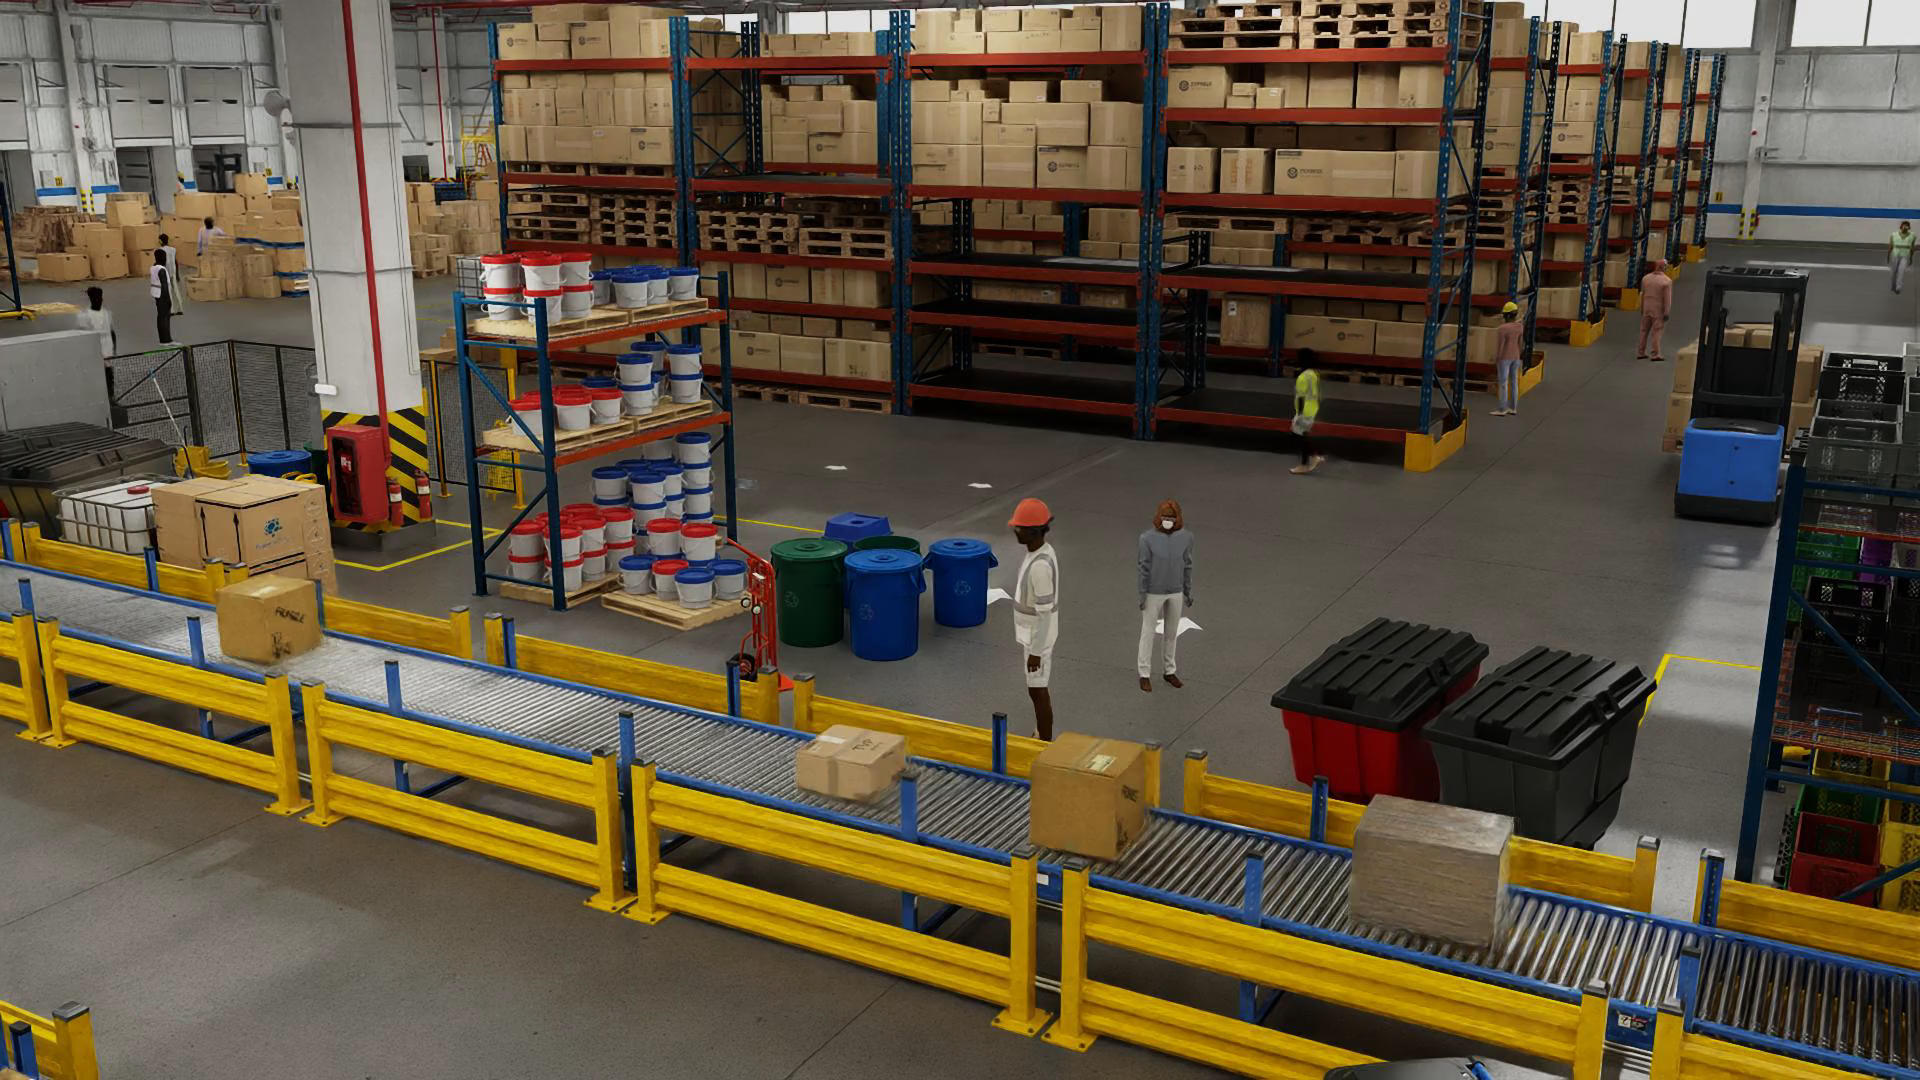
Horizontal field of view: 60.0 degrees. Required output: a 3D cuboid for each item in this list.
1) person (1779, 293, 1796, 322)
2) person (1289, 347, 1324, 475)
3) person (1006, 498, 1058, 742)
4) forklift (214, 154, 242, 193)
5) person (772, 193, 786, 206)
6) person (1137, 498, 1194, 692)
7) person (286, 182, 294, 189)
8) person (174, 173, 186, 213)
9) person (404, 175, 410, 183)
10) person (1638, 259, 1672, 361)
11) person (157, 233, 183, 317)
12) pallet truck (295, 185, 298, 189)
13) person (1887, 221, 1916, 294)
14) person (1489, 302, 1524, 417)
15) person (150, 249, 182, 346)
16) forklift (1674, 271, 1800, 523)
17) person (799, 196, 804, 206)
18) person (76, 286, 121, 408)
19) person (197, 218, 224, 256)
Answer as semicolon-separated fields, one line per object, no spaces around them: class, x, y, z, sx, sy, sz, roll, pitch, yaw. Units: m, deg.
person;15.637;-4.238;31.422;0.280;1.633;0.502;3;15;13
person;4.513;-1.661;21.619;0.408;1.682;0.555;7;17;26
person;0.521;0.693;12.098;0.383;2.041;0.616;0;15;1
forklift;-26.728;-12.764;61.082;1.873;2.768;1.129;8;17;28
person;-5.951;-10.770;55.575;0.621;1.845;0.429;2;15;7
person;1.702;0.450;13.798;0.500;1.632;0.286;-4;16;-16
person;-23.470;-11.579;58.433;0.365;1.939;0.636;5;16;19
person;-31.095;-13.660;66.335;0.773;1.901;0.592;-7;16;-25
person;-23.139;-14.448;69.733;0.550;1.650;0.831;1;15;3
person;13.049;-4.304;31.167;0.399;1.900;0.645;-8;17;-29
person;-17.825;-5.960;37.452;0.309;1.864;0.535;8;17;28
pallet truck;-26.804;-14.617;69.738;1.885;1.965;0.823;-14;20;-42
person;23.828;-7.180;42.142;0.571;1.815;0.854;8;17;28
person;8.467;-2.796;25.744;0.523;1.769;0.321;-8;17;-28
person;-15.831;-4.802;33.006;0.390;1.913;0.587;-14;20;-42
forklift;9.269;-1.763;19.726;1.129;2.768;1.873;8;17;27
person;-5.064;-10.741;55.329;0.642;1.908;0.729;0;15;1
person;-13.632;-3.048;26.327;0.530;1.955;0.627;8;17;28
person;-19.510;-7.471;43.265;0.630;1.790;0.963;2;15;6
